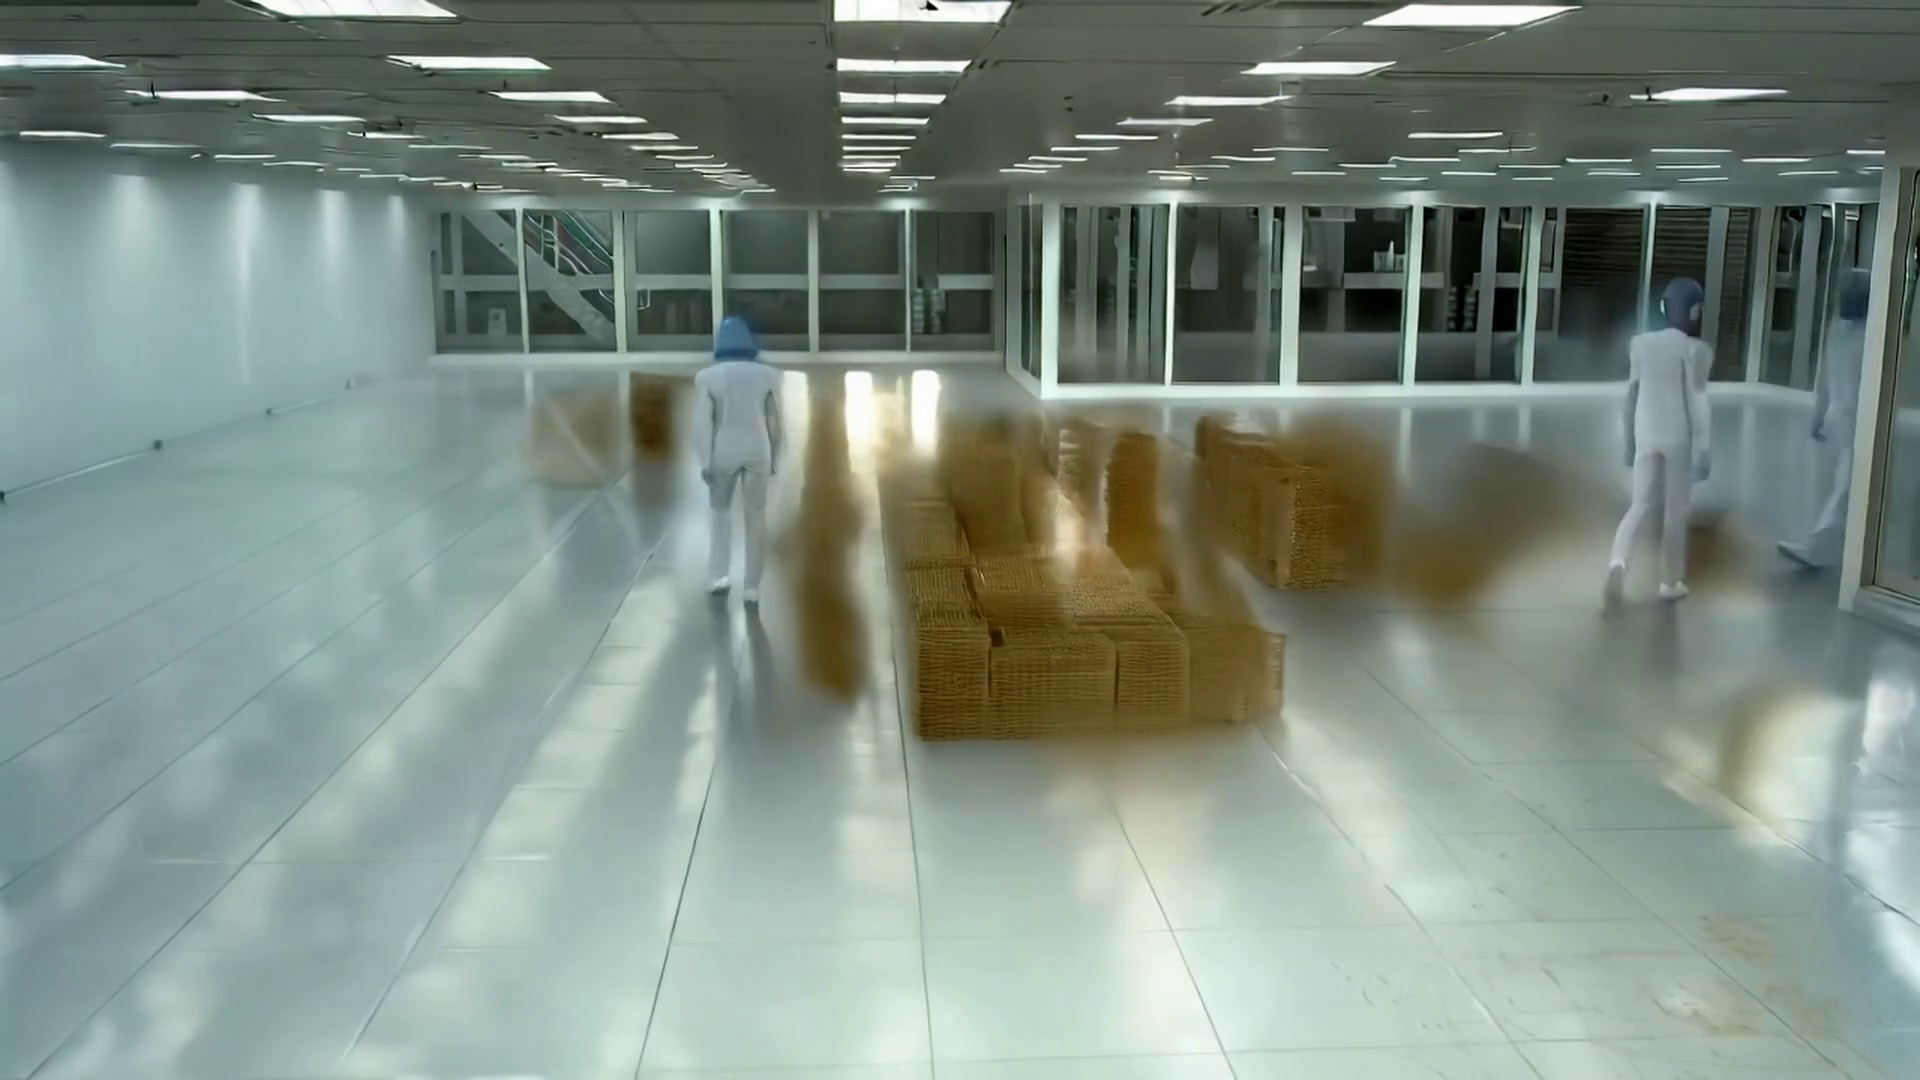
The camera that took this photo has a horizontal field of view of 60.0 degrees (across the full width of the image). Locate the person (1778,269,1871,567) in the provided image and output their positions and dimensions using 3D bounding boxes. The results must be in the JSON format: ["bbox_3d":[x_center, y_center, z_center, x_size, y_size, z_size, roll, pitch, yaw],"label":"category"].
[{"bbox_3d":[5.637,-0.750,10.410,1.040,1.860,0.672,-1,11,-7],"label":"person"}]

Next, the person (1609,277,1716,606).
[{"bbox_3d":[3.901,-0.539,9.287,0.511,1.841,0.797,9,14,40],"label":"person"}]

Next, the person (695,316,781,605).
[{"bbox_3d":[-1.259,-0.457,9.443,0.501,1.612,0.633,-3,11,-15],"label":"person"}]
